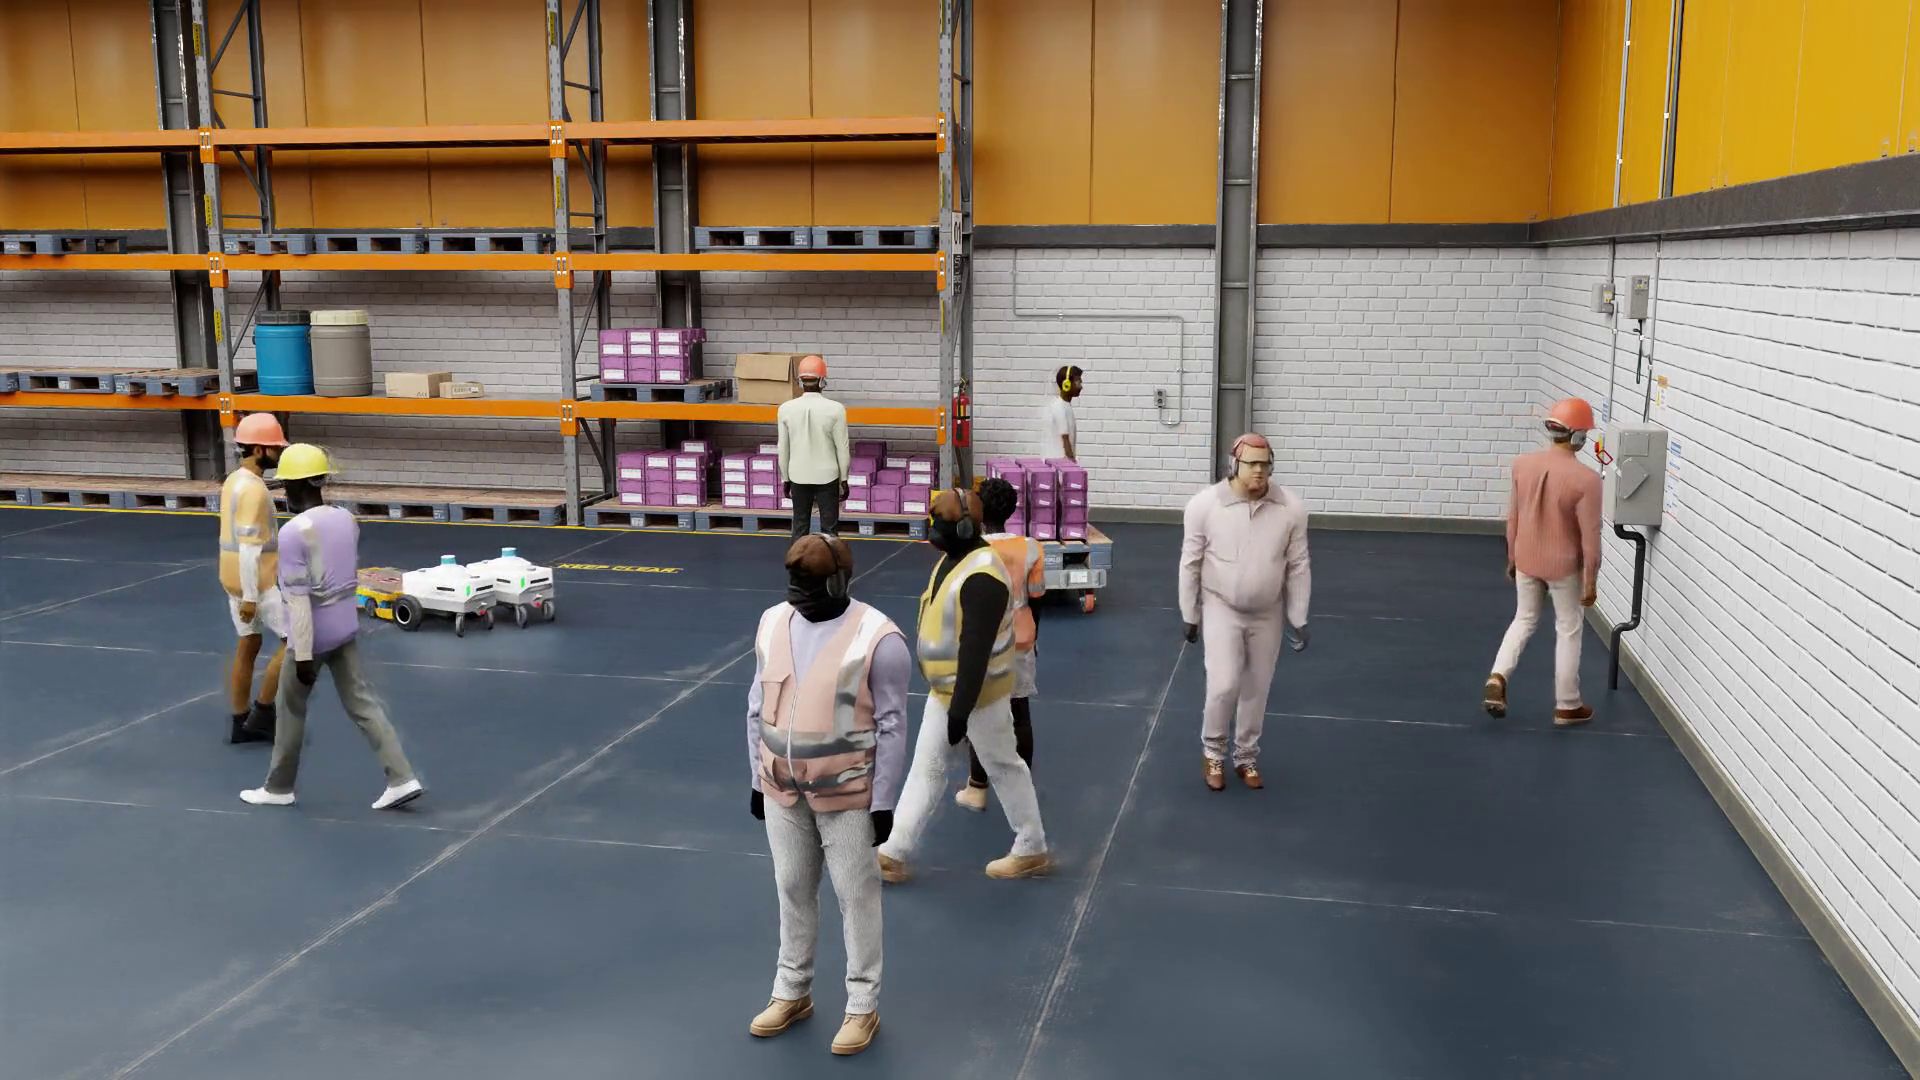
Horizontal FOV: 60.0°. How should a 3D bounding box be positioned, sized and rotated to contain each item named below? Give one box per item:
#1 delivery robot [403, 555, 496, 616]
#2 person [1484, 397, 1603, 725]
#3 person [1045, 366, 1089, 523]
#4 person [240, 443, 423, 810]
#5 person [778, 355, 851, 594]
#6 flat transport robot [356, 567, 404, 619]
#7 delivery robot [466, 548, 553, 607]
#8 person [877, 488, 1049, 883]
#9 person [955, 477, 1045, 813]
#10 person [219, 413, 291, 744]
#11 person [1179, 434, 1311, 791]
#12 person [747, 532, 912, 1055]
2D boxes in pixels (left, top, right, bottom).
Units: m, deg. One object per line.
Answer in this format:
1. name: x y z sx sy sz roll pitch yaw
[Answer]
1. delivery robot: -3.834 0.359 12.497 0.707 0.478 0.477 5 11 27
2. person: 3.482 0.141 9.846 0.669 1.982 0.665 -7 12 -37
3. person: 1.033 -0.603 14.685 0.790 1.833 0.530 2 10 13
4. person: -3.175 0.447 8.348 0.991 1.882 0.605 3 10 15
5. person: -1.191 -0.516 13.689 0.609 1.997 0.375 2 10 11
6. flat transport robot: -4.613 0.406 13.333 1.431 0.197 0.652 8 12 39
7. delivery robot: -3.471 0.303 12.824 0.707 0.478 0.477 7 12 35
8. person: -0.025 0.662 7.325 0.974 1.785 0.645 -3 10 -17
9. person: 0.179 0.529 8.393 0.535 1.697 0.318 -4 10 -23
10. person: -4.004 0.233 9.513 0.504 1.916 0.552 -7 12 -34
11. person: 1.484 0.387 8.674 0.652 1.893 0.498 -1 10 -7
12. person: -0.489 0.882 5.877 0.627 1.842 0.429 5 11 26
